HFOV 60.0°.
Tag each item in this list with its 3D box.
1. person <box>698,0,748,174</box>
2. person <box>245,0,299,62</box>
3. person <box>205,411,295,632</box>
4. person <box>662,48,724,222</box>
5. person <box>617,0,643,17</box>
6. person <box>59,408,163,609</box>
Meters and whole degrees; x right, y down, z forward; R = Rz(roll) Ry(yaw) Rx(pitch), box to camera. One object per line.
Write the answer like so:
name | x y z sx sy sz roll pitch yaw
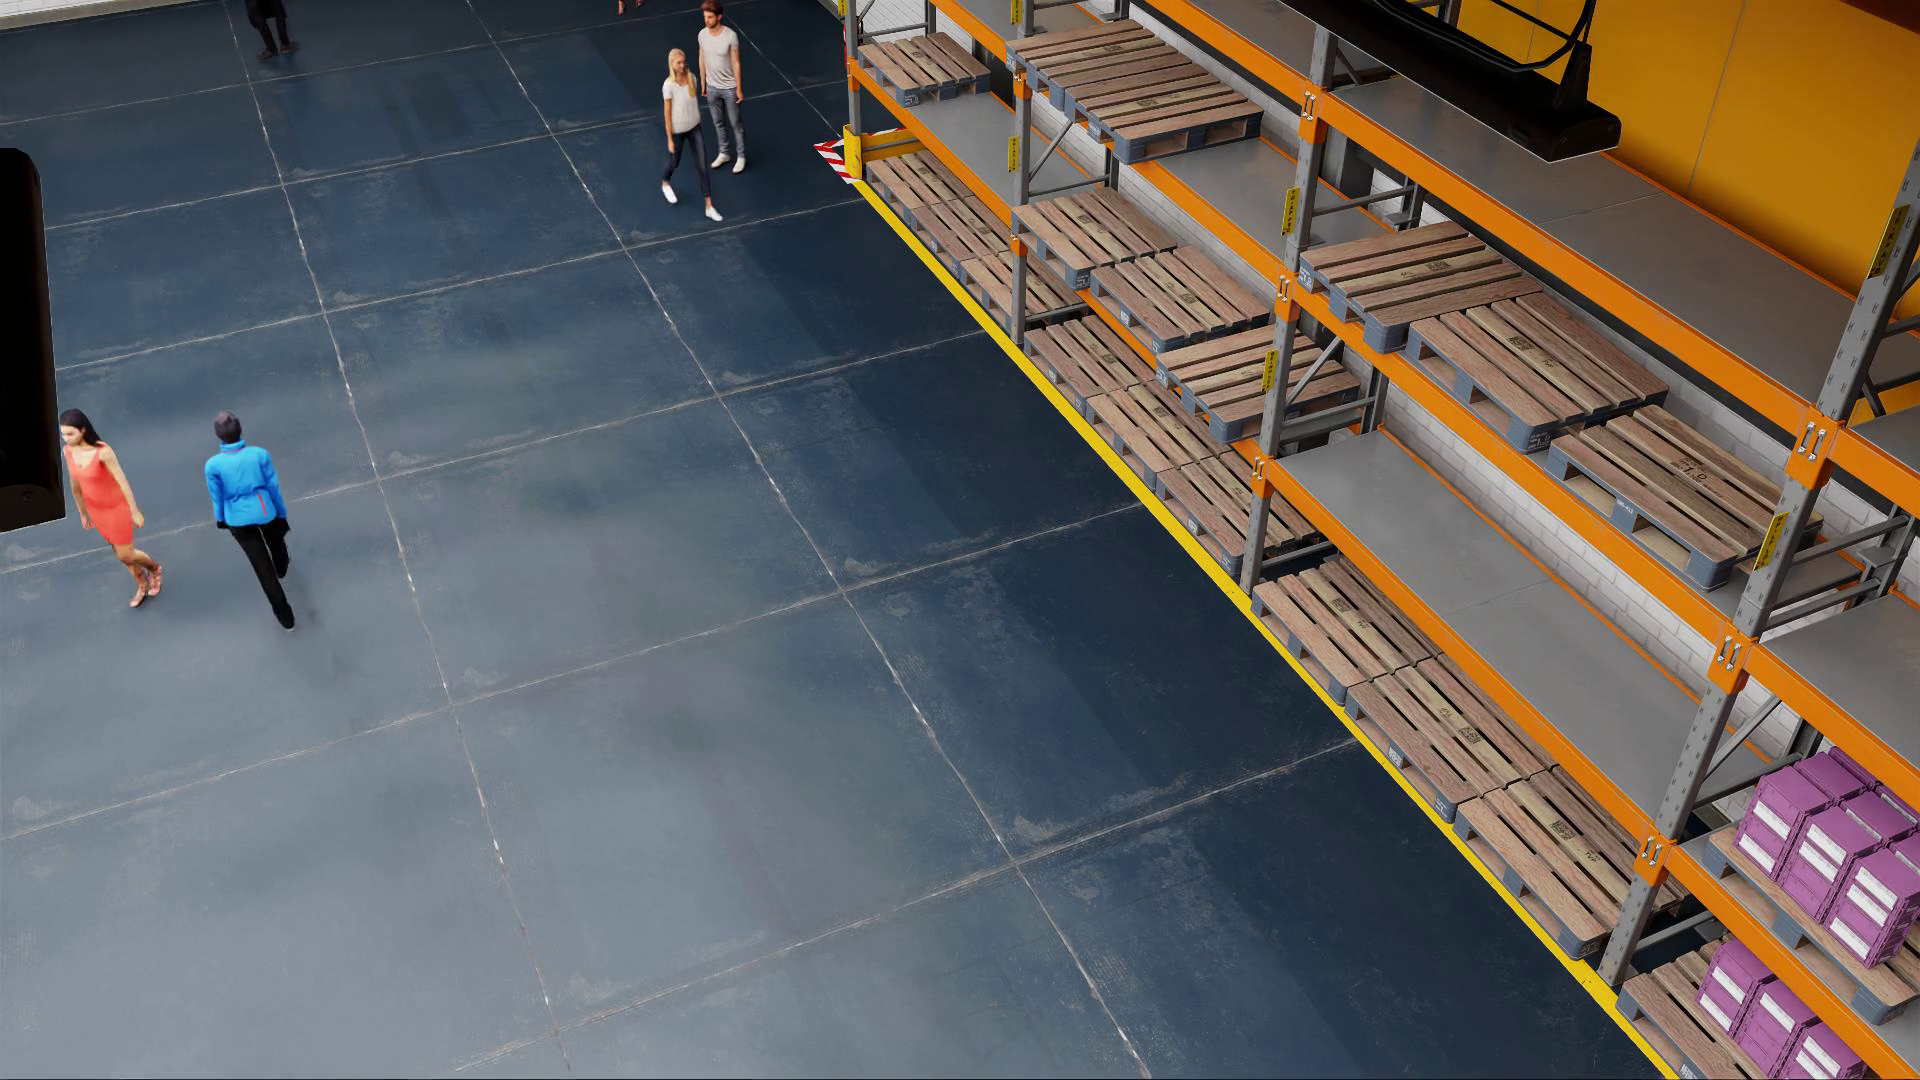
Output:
person | -2.562 -4.933 18.024 0.742 1.889 0.803 13 40 16
person | -8.599 -6.897 20.551 0.867 1.805 0.765 -24 44 -27
person | -5.100 -0.089 12.073 0.731 1.745 1.140 -22 44 -25
person | -2.918 -4.229 17.239 0.870 1.768 1.254 -29 47 -31
person | -4.305 -7.812 21.710 0.992 1.787 1.142 6 39 8
person | -6.252 -0.272 12.331 0.750 1.709 0.797 8 39 10
